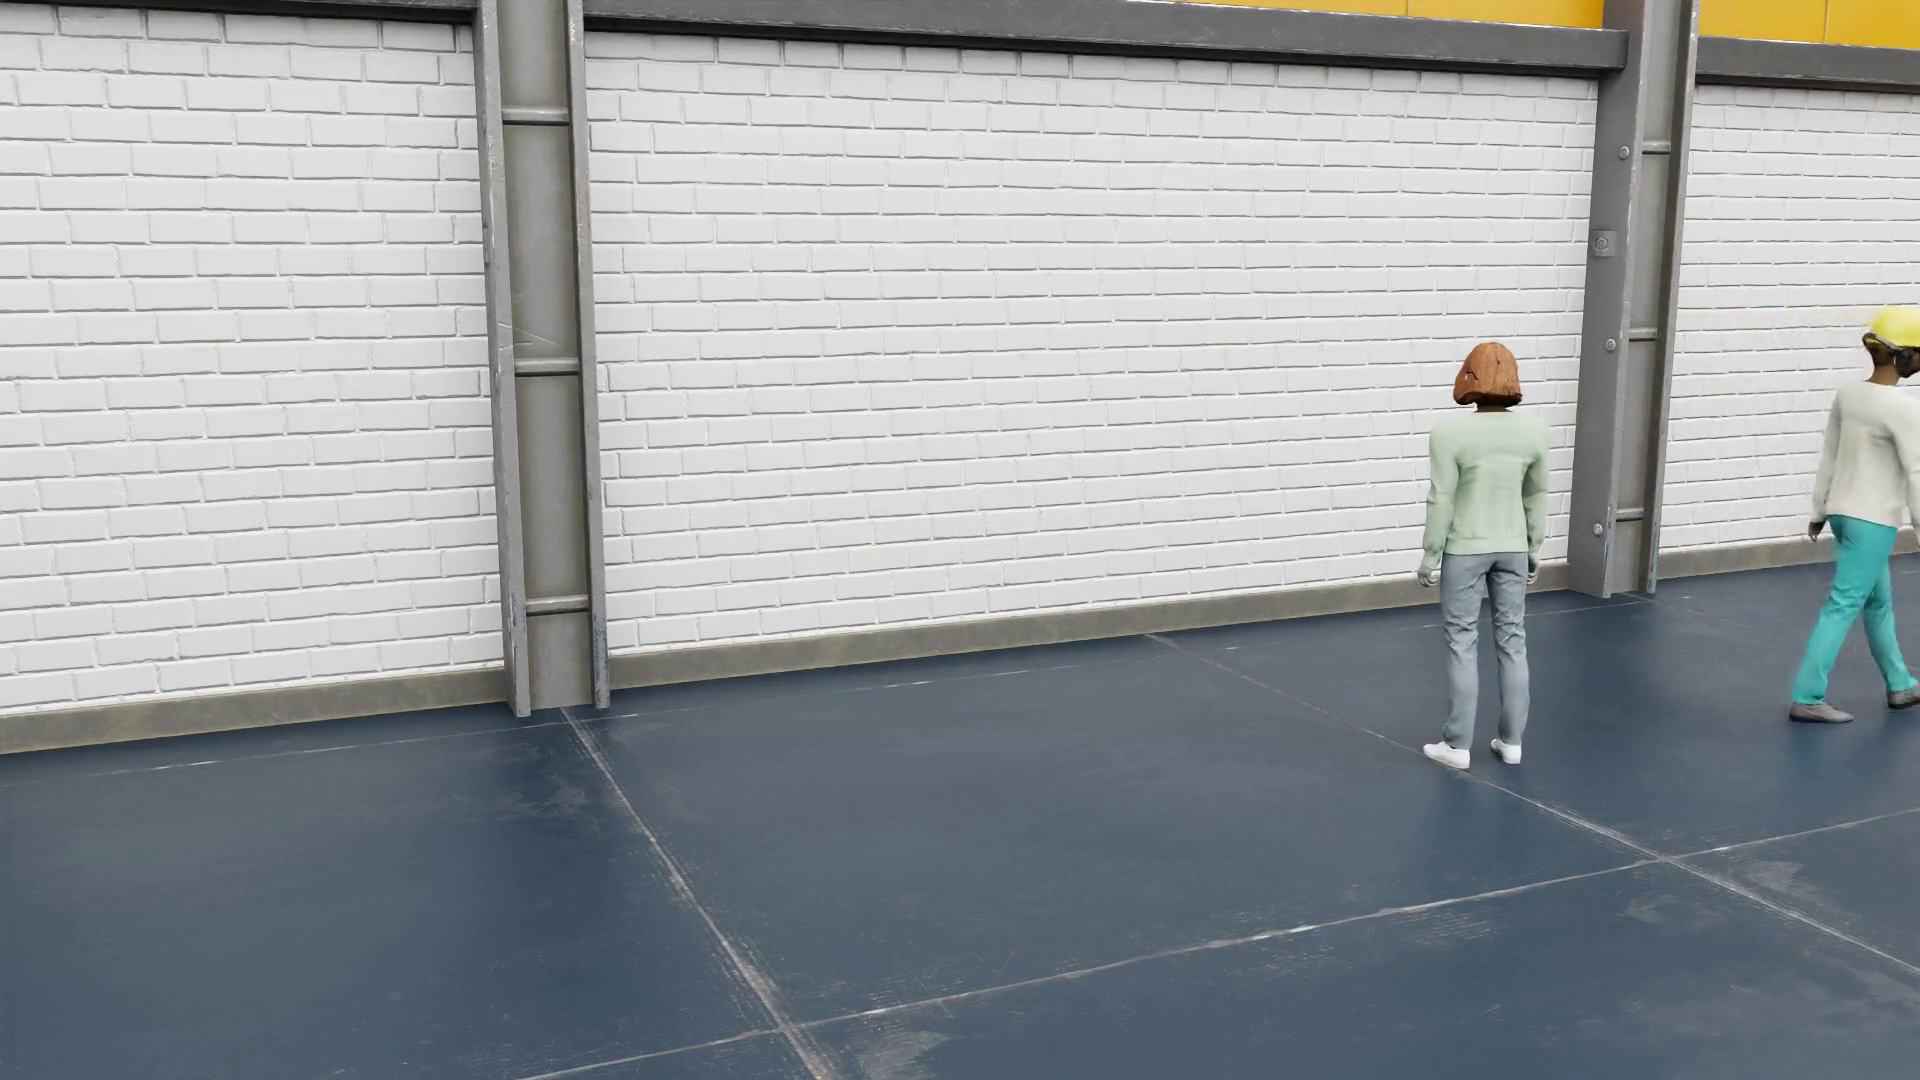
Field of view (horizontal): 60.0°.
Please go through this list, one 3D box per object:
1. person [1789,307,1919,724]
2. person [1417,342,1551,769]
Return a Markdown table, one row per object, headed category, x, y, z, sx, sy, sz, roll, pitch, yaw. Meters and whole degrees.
| category | x | y | z | sx | sy | sz | roll | pitch | yaw |
| --- | --- | --- | --- | --- | --- | --- | --- | --- | --- |
| person | 3.876 | -0.086 | 6.891 | 0.837 | 1.729 | 0.553 | -1 | 10 | -3 |
| person | 2.003 | 0.063 | 6.378 | 0.506 | 1.632 | 0.268 | -2 | 10 | -11 |
